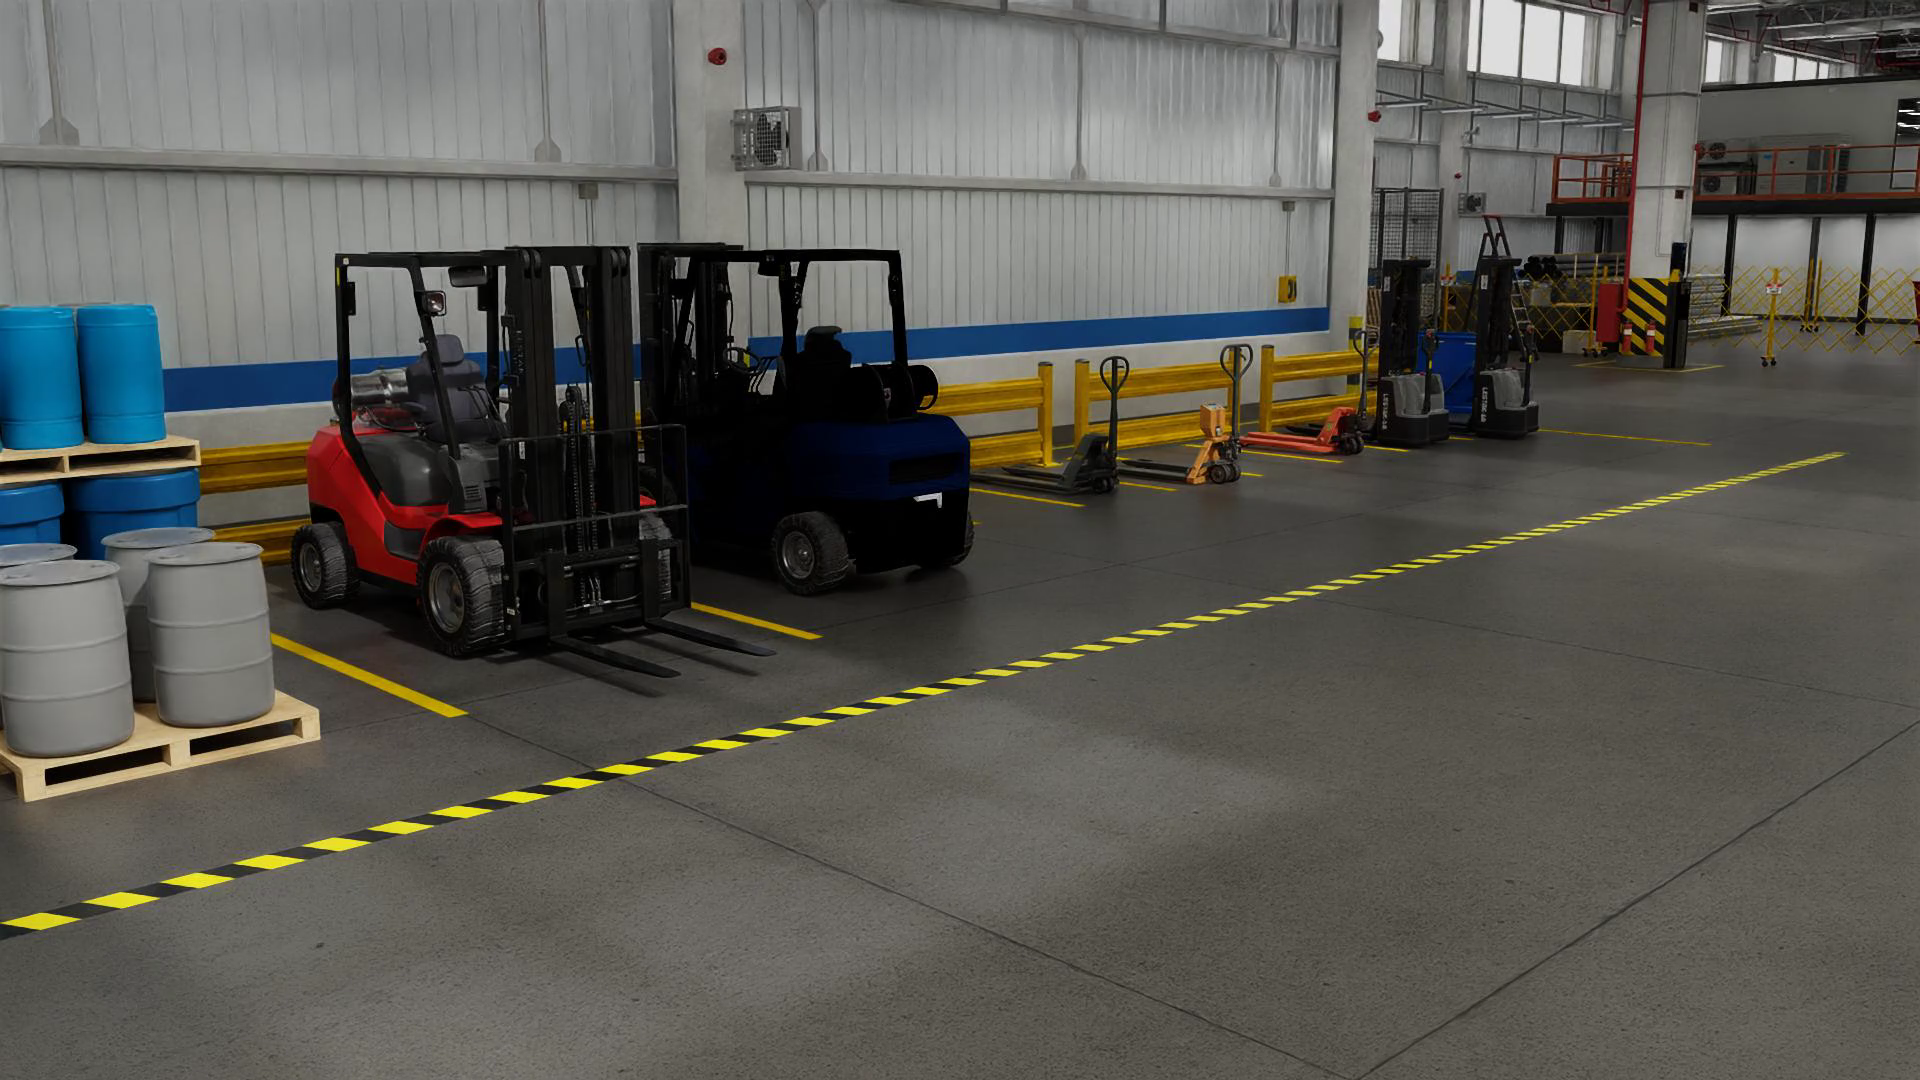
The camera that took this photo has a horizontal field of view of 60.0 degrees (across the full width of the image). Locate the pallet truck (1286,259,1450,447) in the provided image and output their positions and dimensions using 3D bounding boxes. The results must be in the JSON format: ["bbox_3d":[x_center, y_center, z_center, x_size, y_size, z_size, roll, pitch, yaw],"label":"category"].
[{"bbox_3d":[4.493,-2.078,18.196,0.823,1.965,1.885,-9,14,-40],"label":"pallet truck"}]

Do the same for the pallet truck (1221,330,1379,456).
[{"bbox_3d":[3.563,-1.581,17.381,0.653,1.274,1.630,-10,14,-44],"label":"pallet truck"}]

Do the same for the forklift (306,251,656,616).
[{"bbox_3d":[-2.833,-0.669,9.694,1.157,1.987,2.680,-10,14,-44],"label":"forklift"}]

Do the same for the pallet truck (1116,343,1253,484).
[{"bbox_3d":[1.962,-1.215,15.415,1.522,1.261,0.704,10,14,43],"label":"pallet truck"}]

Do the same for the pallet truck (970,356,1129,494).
[{"bbox_3d":[0.784,-1.085,14.876,0.680,1.201,1.601,-10,14,-44],"label":"pallet truck"}]

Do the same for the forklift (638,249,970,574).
[{"bbox_3d":[-1.173,-0.958,11.239,2.680,1.987,1.157,10,14,43],"label":"forklift"}]

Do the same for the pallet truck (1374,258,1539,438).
[{"bbox_3d":[5.704,-2.208,18.901,1.885,1.965,0.823,10,14,43],"label":"pallet truck"}]
